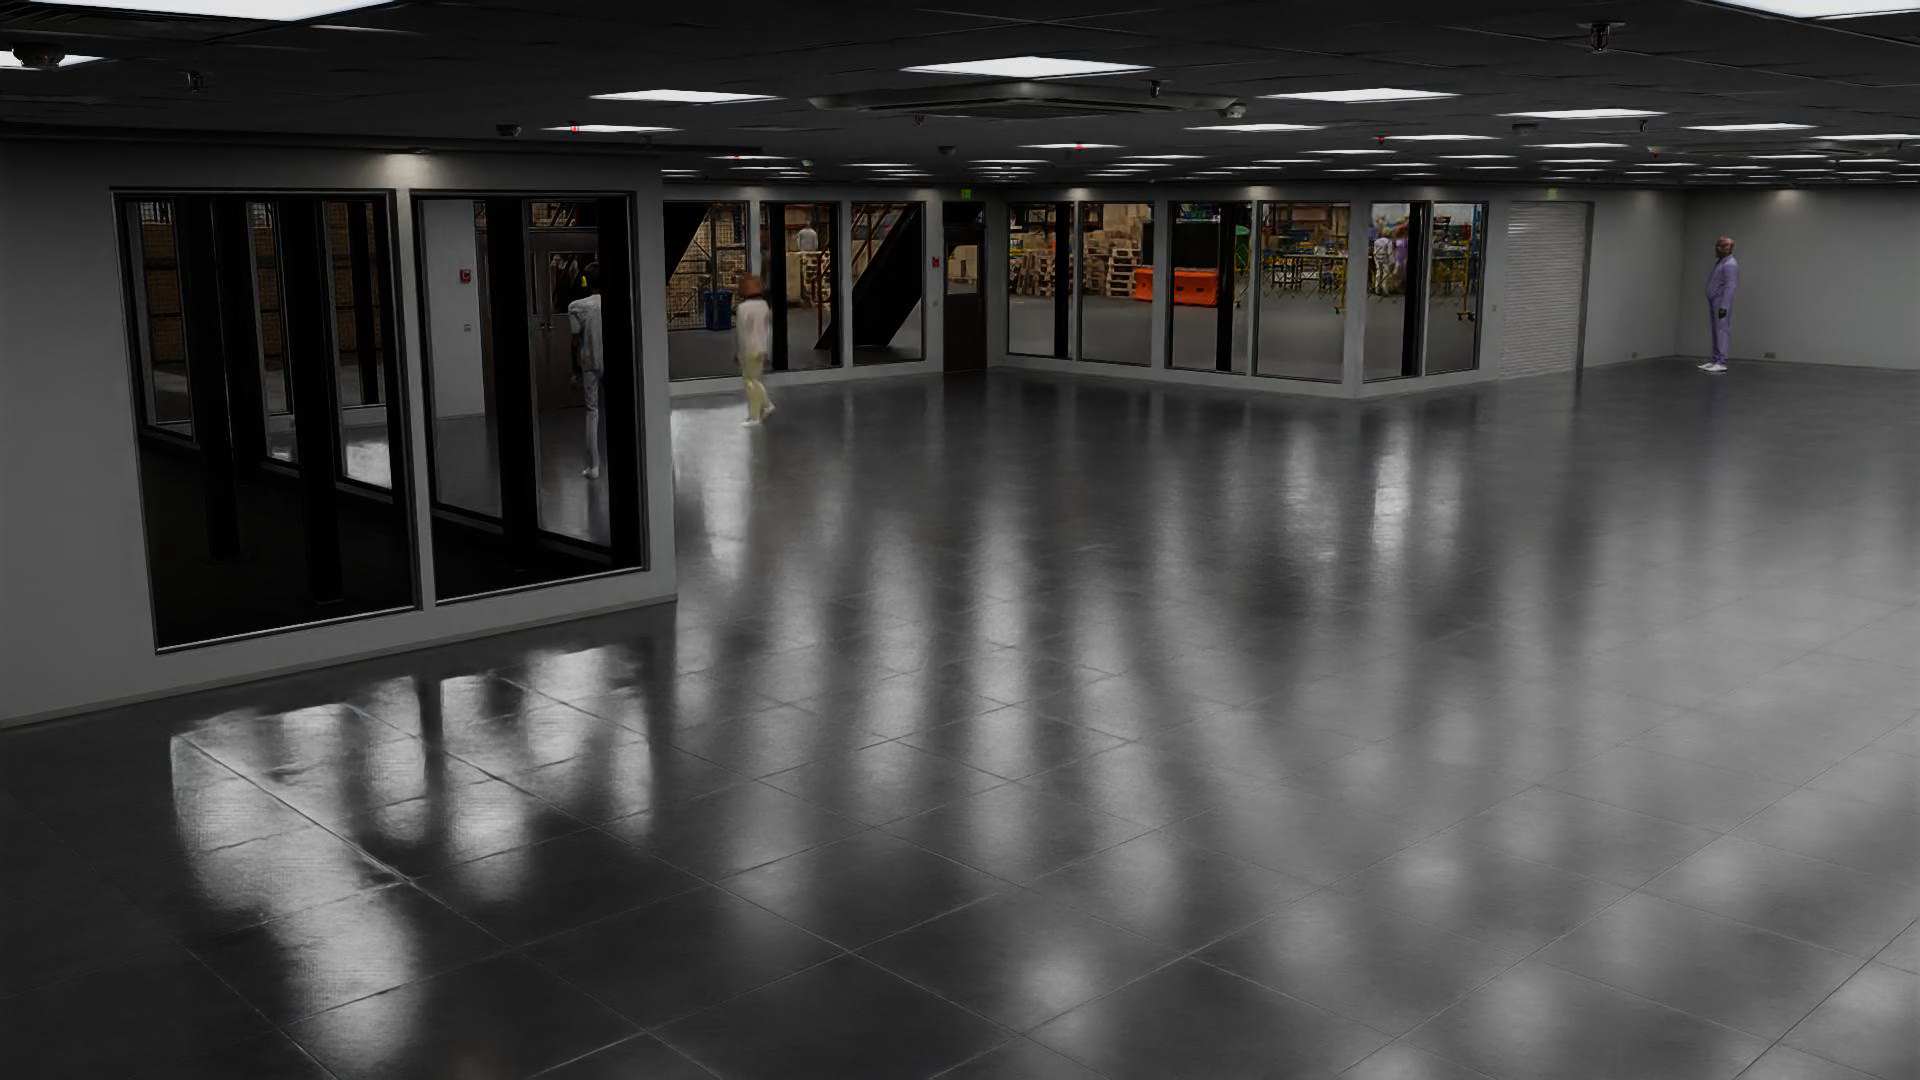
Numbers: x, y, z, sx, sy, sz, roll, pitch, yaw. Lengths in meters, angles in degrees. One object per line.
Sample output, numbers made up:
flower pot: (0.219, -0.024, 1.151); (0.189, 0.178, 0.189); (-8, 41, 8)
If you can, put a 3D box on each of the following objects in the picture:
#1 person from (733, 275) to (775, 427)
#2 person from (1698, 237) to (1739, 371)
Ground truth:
person: (-2.236, -2.013, 17.759); (0.349, 1.620, 0.505); (5, 13, 25)
person: (10.900, -3.380, 23.883); (0.409, 1.913, 0.647); (2, 11, 10)
